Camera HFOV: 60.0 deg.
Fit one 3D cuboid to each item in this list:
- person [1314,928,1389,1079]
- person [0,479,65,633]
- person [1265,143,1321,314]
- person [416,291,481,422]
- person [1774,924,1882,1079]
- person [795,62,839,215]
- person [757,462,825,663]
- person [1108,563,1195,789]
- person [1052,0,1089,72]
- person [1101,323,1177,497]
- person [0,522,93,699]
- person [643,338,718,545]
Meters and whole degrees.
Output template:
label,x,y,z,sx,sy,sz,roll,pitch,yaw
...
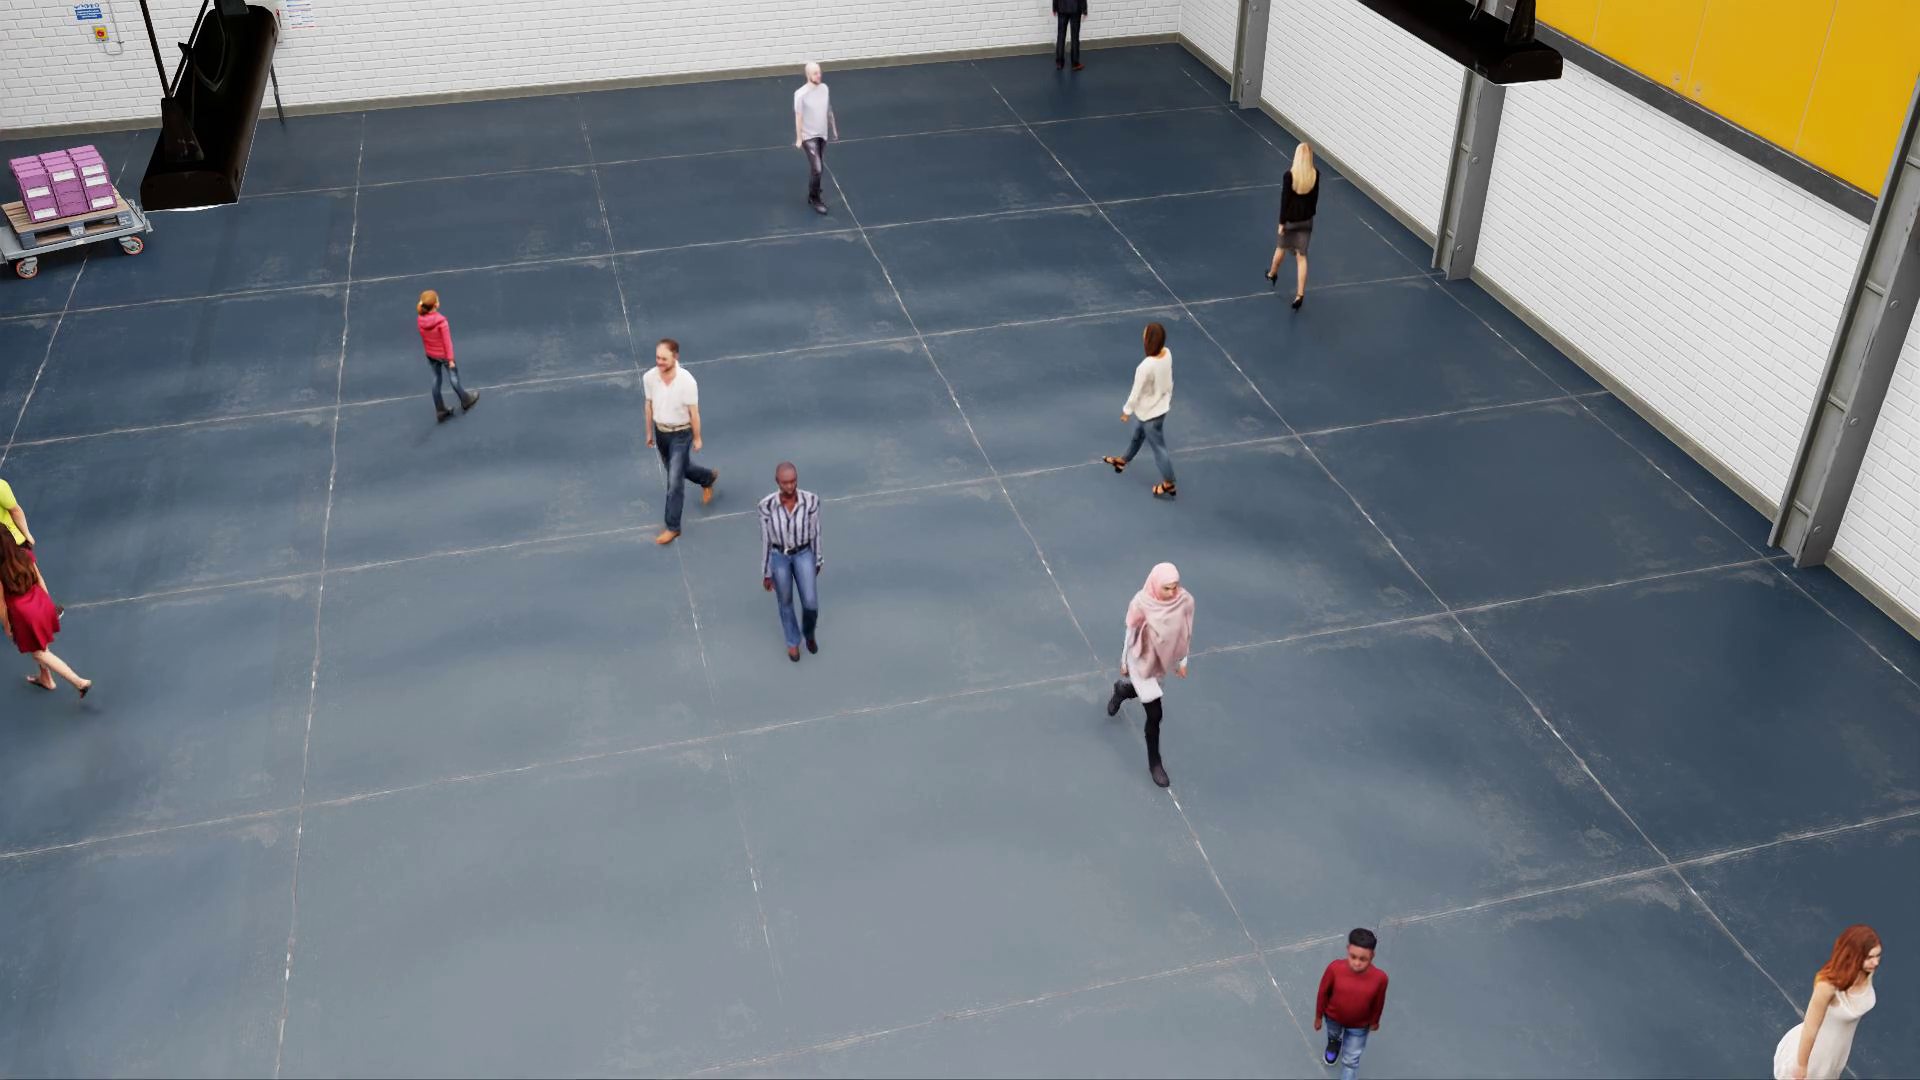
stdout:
label,x,y,z,sx,sy,sz,roll,pitch,yaw
person,2.208,2.631,9.433,0.817,1.238,0.942,12,35,17
person,-7.519,-0.031,13.012,0.643,1.709,0.569,-4,34,-6
person,3.655,-3.314,17.874,0.654,1.795,1.118,-7,34,-11
person,-5.031,-1.743,15.955,0.754,1.302,0.838,13,36,19
person,4.599,2.694,8.911,0.591,1.712,0.578,-15,36,-21
person,-1.833,-4.943,20.302,0.877,1.820,0.834,27,42,34
person,-1.310,0.128,12.705,0.660,1.783,0.635,-6,34,-9
person,1.290,0.831,11.676,0.698,1.754,1.181,-10,35,-15
person,1.632,-7.931,24.817,0.773,1.797,0.789,12,35,17
person,1.773,-1.109,14.689,1.124,1.648,1.028,21,39,28
person,-6.840,0.553,12.297,0.948,1.528,0.952,16,37,23
person,-2.394,-0.933,14.264,1.179,1.826,1.245,17,37,24
